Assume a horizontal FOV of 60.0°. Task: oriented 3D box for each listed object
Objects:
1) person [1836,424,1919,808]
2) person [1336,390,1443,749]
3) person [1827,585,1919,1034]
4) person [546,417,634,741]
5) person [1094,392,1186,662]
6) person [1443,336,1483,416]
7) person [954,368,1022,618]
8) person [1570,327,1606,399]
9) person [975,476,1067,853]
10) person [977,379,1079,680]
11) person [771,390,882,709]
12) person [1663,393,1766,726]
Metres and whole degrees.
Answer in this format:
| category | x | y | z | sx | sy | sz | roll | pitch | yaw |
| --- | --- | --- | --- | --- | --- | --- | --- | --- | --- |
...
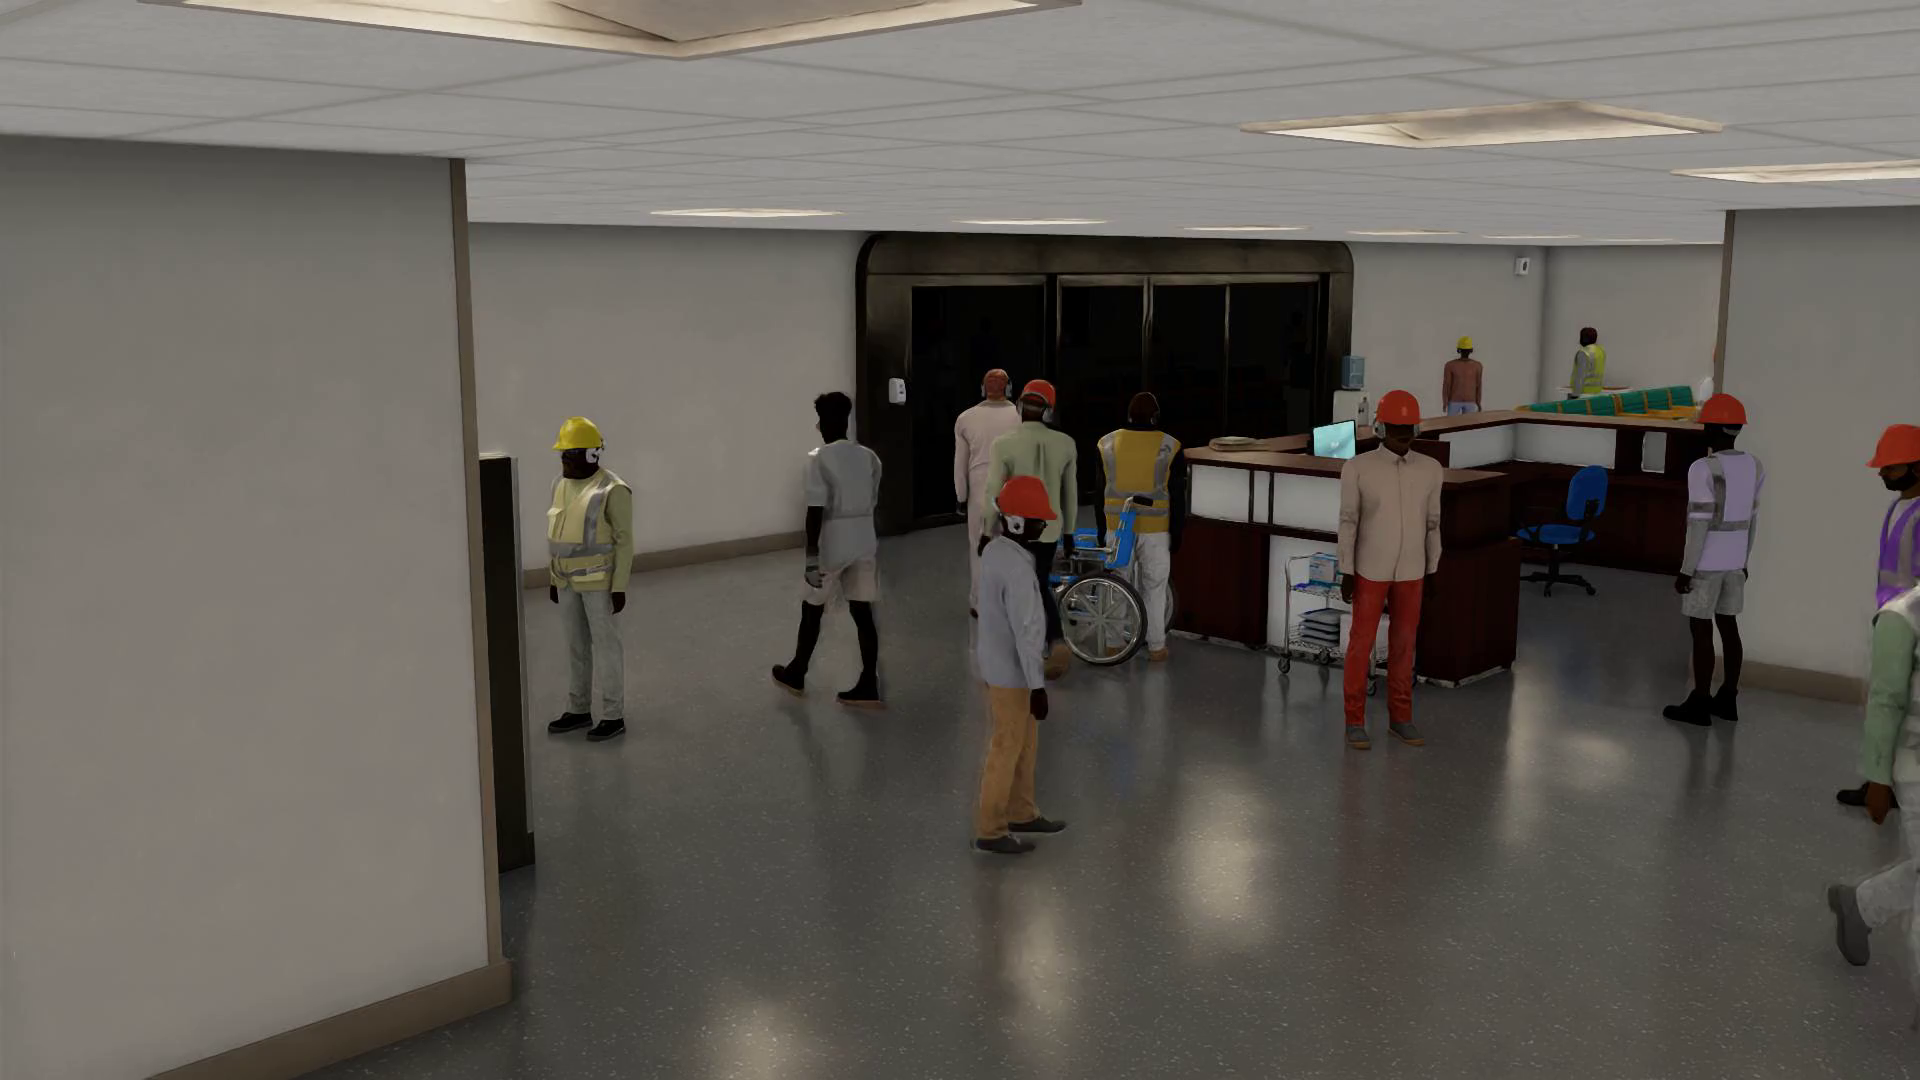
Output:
| category | x | y | z | sx | sy | sz | roll | pitch | yaw |
| --- | --- | --- | --- | --- | --- | --- | --- | --- | --- |
| person | 4.658 | 0.395 | 8.068 | 0.605 | 1.912 | 0.577 | 2 | 9 | 11 |
| person | 2.390 | 0.163 | 9.246 | 0.608 | 1.995 | 0.376 | -2 | 9 | -11 |
| person | 3.394 | 0.761 | 5.816 | 0.607 | 1.920 | 0.820 | -3 | 10 | -17 |
| person | -2.120 | 0.217 | 9.414 | 0.601 | 1.831 | 0.404 | 6 | 11 | 34 |
| person | 1.217 | -0.084 | 11.269 | 0.625 | 1.838 | 0.430 | 3 | 10 | 16 |
| person | 6.722 | -1.842 | 22.245 | 0.533 | 1.767 | 0.326 | 0 | 9 | 0 |
| person | 0.280 | -0.351 | 12.677 | 0.651 | 1.904 | 0.403 | 0 | 9 | 1 |
| person | 8.871 | -2.096 | 23.582 | 0.631 | 1.843 | 0.429 | -8 | 12 | -41 |
| person | 0.322 | 0.572 | 7.563 | 0.624 | 1.731 | 0.581 | -1 | 9 | -8 |
| person | 0.471 | -0.044 | 10.654 | 0.695 | 1.951 | 0.653 | -4 | 10 | -23 |
| person | -0.812 | 0.048 | 10.200 | 0.942 | 1.909 | 0.685 | 9 | 13 | 44 |
| person | 4.396 | 0.114 | 9.719 | 0.551 | 1.936 | 0.357 | -5 | 10 | -26 |
